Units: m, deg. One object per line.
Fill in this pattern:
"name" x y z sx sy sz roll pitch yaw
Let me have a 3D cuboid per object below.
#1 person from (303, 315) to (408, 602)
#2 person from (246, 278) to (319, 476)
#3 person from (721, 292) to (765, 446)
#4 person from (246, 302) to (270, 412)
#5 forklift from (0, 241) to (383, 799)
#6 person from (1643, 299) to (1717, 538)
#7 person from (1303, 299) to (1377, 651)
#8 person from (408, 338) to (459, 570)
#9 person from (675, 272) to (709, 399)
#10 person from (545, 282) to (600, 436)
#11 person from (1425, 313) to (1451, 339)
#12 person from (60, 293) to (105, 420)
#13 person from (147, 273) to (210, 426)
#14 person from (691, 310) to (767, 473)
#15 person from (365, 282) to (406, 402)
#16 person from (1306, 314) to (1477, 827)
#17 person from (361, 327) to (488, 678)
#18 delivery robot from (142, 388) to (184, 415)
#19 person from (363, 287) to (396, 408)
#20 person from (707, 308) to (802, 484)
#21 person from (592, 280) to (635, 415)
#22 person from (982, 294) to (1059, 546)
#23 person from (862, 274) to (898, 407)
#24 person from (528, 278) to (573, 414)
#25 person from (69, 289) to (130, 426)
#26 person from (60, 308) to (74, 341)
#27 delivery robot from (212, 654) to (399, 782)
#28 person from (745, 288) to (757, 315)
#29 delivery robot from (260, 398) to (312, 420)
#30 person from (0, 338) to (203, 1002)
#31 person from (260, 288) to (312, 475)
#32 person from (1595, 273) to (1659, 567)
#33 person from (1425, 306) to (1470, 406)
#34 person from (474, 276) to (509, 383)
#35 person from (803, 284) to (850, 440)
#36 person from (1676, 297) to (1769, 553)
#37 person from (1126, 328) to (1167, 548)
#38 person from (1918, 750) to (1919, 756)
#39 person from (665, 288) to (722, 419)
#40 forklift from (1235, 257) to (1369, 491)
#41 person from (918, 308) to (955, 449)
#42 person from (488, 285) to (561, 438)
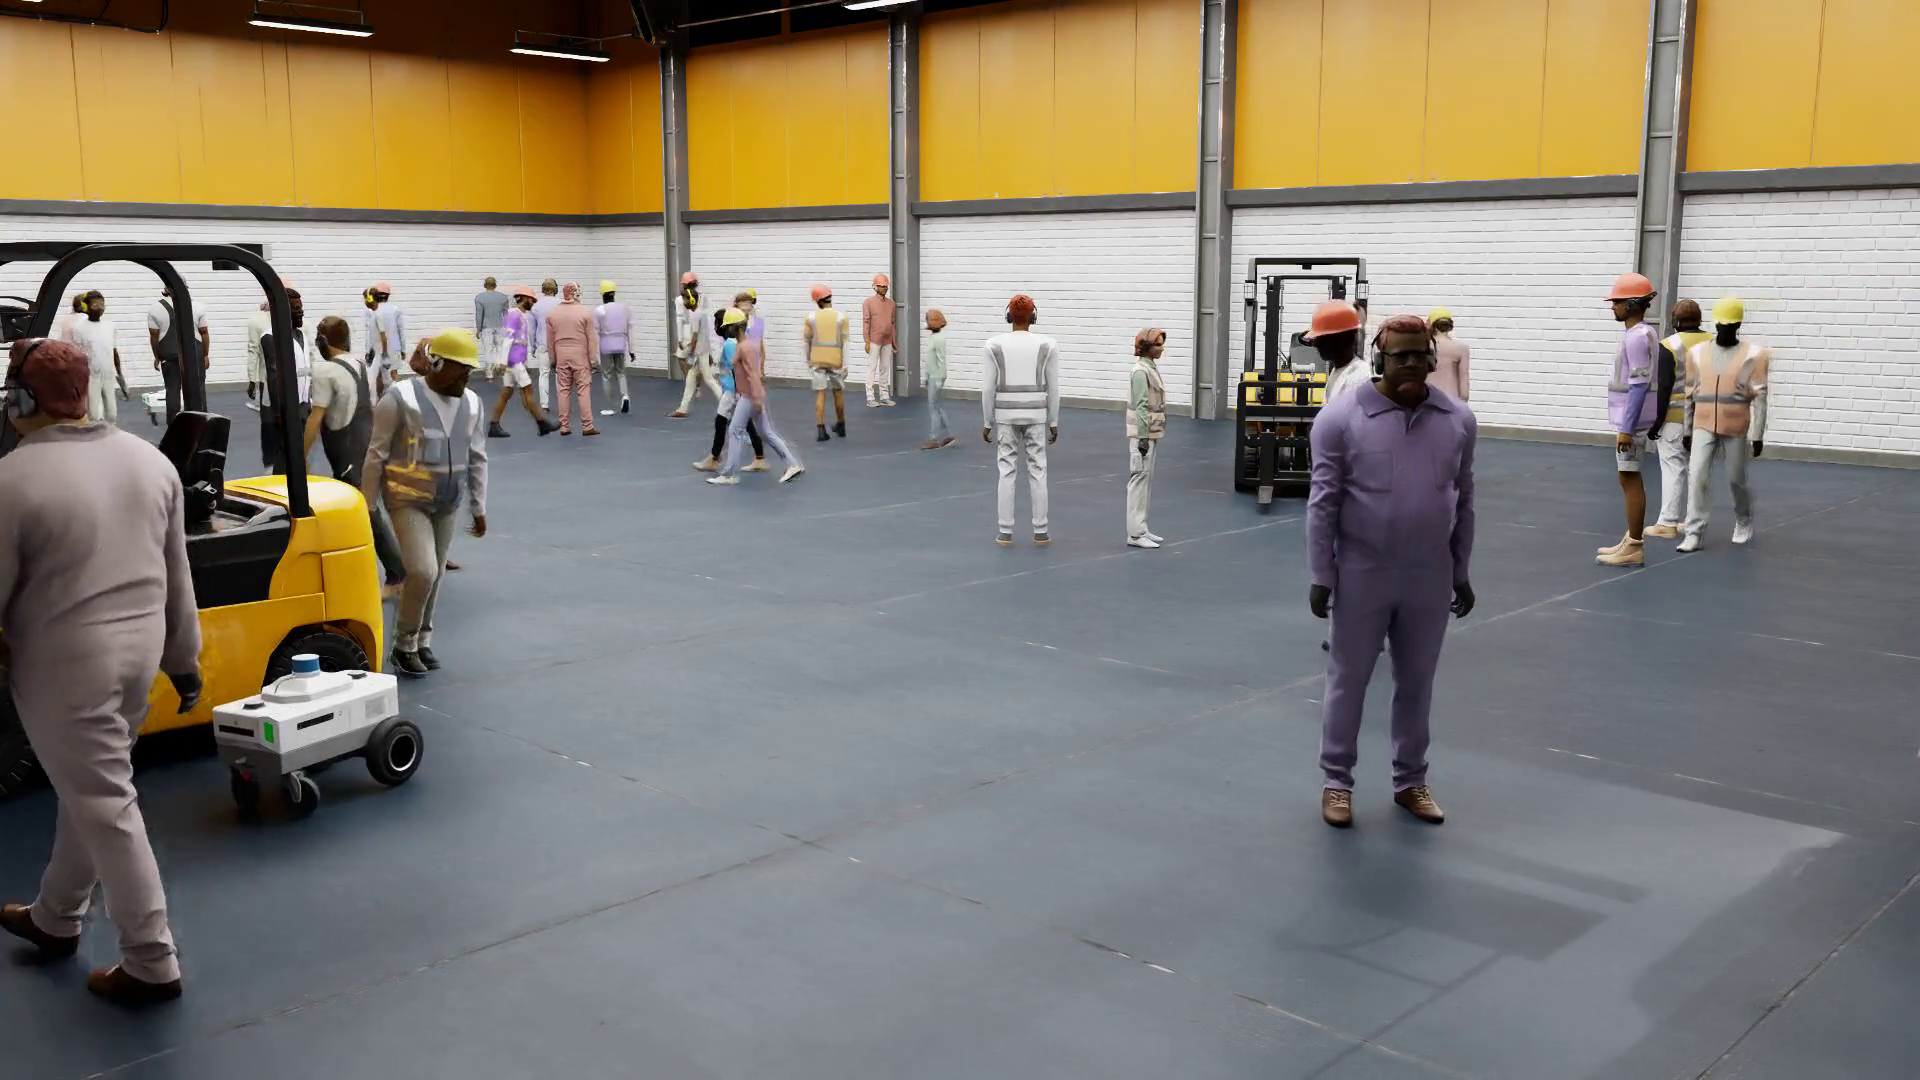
"person" -3.840 -0.501 10.401 0.957 1.783 0.639 1 9 7
"person" -6.615 -1.563 16.272 0.660 1.984 0.448 -5 10 -28
"person" -2.585 -2.018 19.604 0.589 1.811 0.679 -6 11 -34
"person" -9.928 -2.628 23.990 0.873 1.585 0.541 4 10 22
"forklift" -3.706 -0.171 7.093 1.214 2.155 2.313 9 13 43
"person" 5.564 -0.929 12.829 0.624 1.841 0.430 -3 10 -20
"person" 2.068 -0.330 8.953 0.480 1.915 0.541 -1 9 -5
"person" -3.591 -0.559 11.281 0.373 1.611 0.525 6 11 31
"person" -4.265 -3.242 26.454 0.613 2.028 0.423 -7 12 -37
"person" -4.805 -2.244 20.701 0.642 1.902 0.399 2 9 10
"person" 5.167 -1.696 18.153 0.507 1.631 0.266 -6 11 -34
"person" -9.606 -1.795 18.260 0.663 1.810 0.584 5 10 27
"person" -9.674 -2.309 20.669 0.673 2.000 0.536 -3 10 -19
"person" -2.358 -1.494 16.826 0.825 1.650 0.539 0 9 -1
"person" -8.379 -2.819 24.289 0.590 1.894 0.907 -5 11 -28
"person" 1.614 0.120 6.187 0.651 1.906 0.403 -1 9 -6
"person" -2.698 -0.188 8.484 0.606 1.776 0.618 6 11 35
"delivery robot" -10.495 -1.859 22.164 0.707 0.478 0.477 -6 11 -35
"person" -7.874 -2.545 22.787 0.862 1.830 0.510 -3 10 -16
"person" -1.963 -1.381 16.015 0.899 1.706 0.528 -1 9 -4
"person" -4.904 -2.698 23.441 0.629 1.910 0.496 -7 12 -37
"person" 0.454 -0.889 12.448 0.576 1.881 0.354 0 9 2
"person" -1.198 -3.002 25.054 0.611 1.996 0.378 -8 12 -40
"person" -5.843 -2.767 23.789 0.633 1.938 0.356 0 9 1
"person" -8.893 -1.646 17.190 0.400 1.881 0.552 6 11 33
"person" -11.320 -2.217 21.508 0.524 1.585 0.894 -5 11 -29
"delivery robot" -2.557 0.692 6.529 0.477 0.478 0.707 4 10 25
"person" -3.656 -3.503 28.927 0.310 1.735 0.484 3 10 19
"delivery robot" -8.509 -1.671 21.014 0.477 0.478 0.707 2 9 14
"person" -2.606 0.371 4.737 0.905 1.868 0.679 3 10 17
"person" -5.412 -1.070 13.446 0.393 1.919 0.589 0 9 2
"person" 4.643 -0.830 11.596 0.393 2.041 0.613 4 10 24
"person" 4.484 -1.316 15.566 0.534 1.730 0.796 3 10 19
"person" -8.533 -3.840 30.370 0.635 1.937 0.353 -6 11 -33
"person" -1.619 -2.163 20.244 0.560 1.878 0.808 -1 9 -3
"person" 5.673 -0.864 12.337 0.593 1.876 0.988 7 12 38
"person" 1.392 -0.764 12.434 0.310 1.636 0.524 2 10 14
"person" 4.272 0.001 6.736 0.366 1.962 0.614 -3 10 -20
"person" -3.561 -2.550 22.887 0.972 1.816 0.562 -1 9 -4
"forklift" 3.309 -1.629 16.029 1.214 2.155 2.313 2 9 11
"person" -0.277 -1.847 19.164 0.387 1.651 0.506 -2 9 -11
"person" -5.403 -2.193 20.487 0.949 1.865 0.621 -2 9 -12
